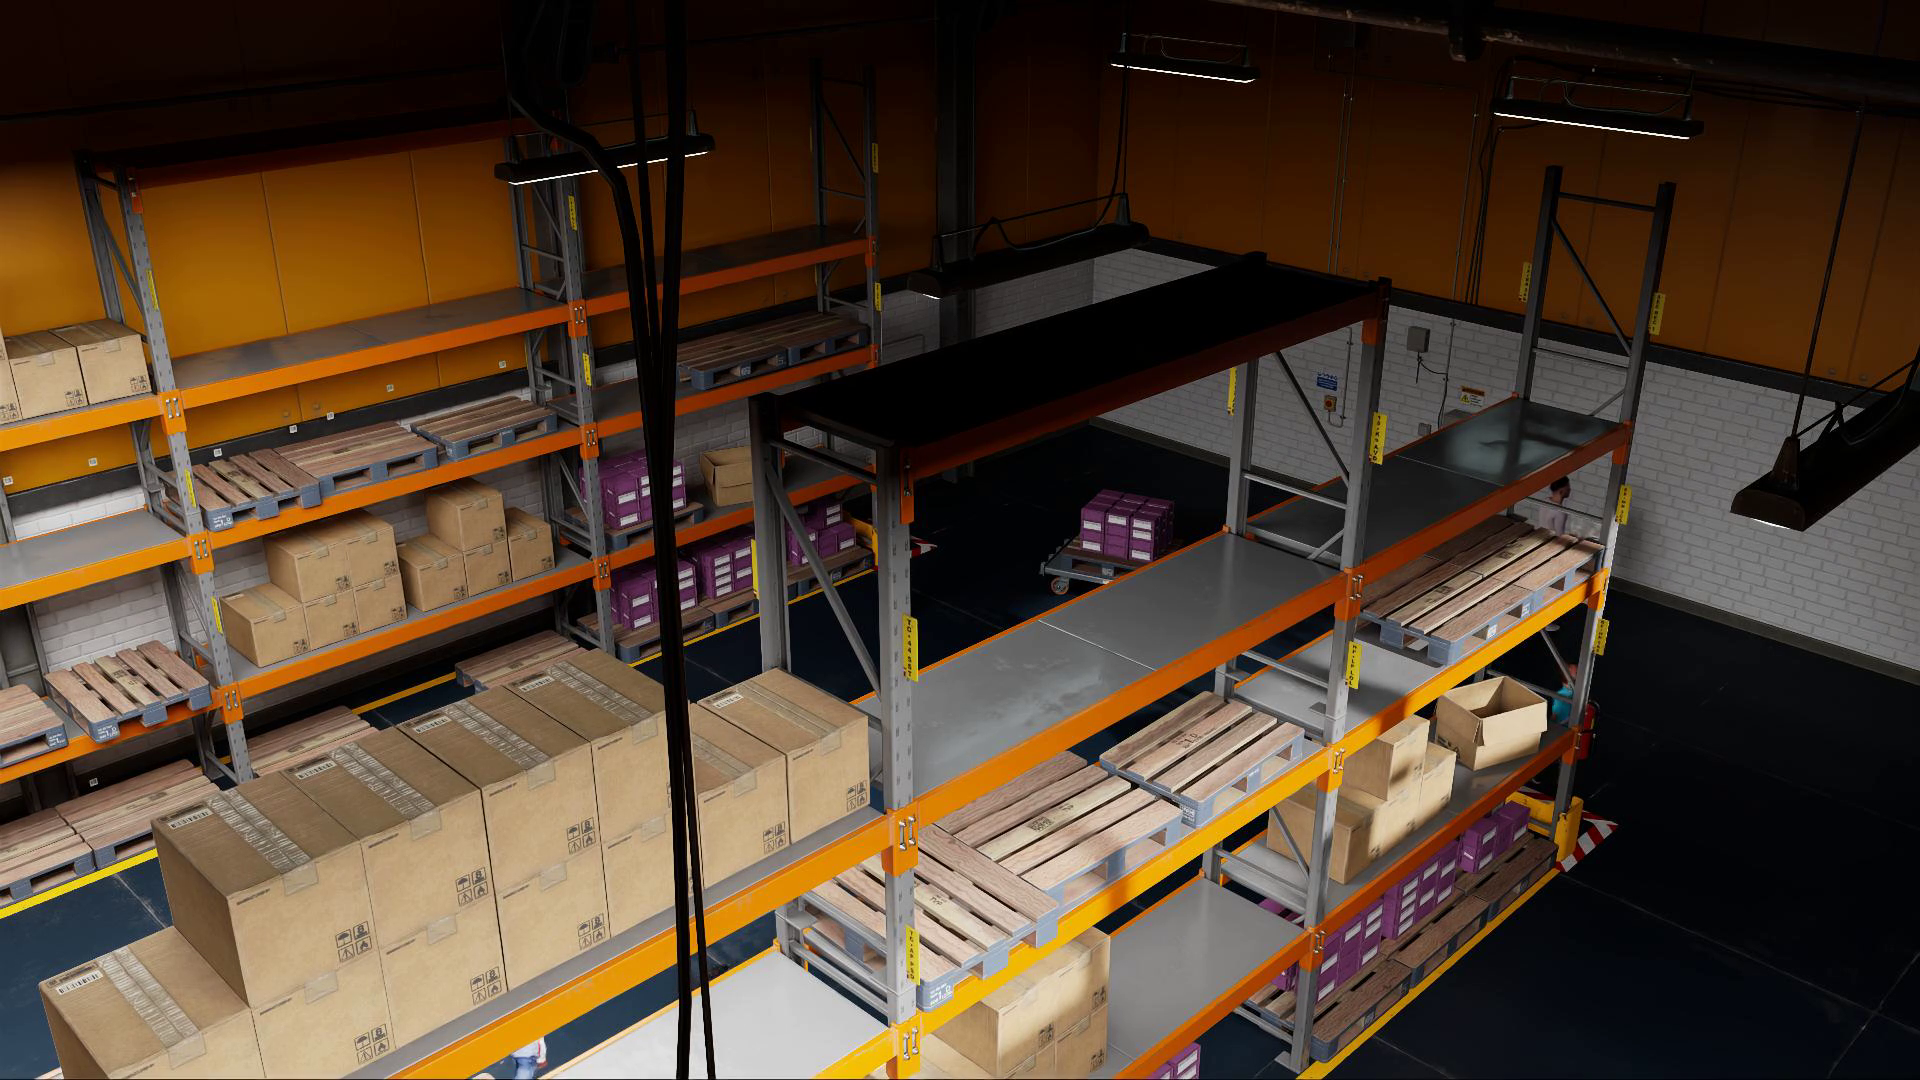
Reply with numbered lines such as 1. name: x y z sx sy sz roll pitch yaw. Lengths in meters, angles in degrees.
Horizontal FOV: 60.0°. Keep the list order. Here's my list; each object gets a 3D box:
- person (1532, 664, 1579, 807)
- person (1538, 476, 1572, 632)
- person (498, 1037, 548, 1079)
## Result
1. person: 5.594 1.755 15.586 0.871 1.419 0.637 -22 32 -40
2. person: 6.662 0.122 18.798 0.781 1.840 0.744 -2 24 -5
3. person: -3.013 3.543 11.710 0.495 1.247 0.519 20 30 38
